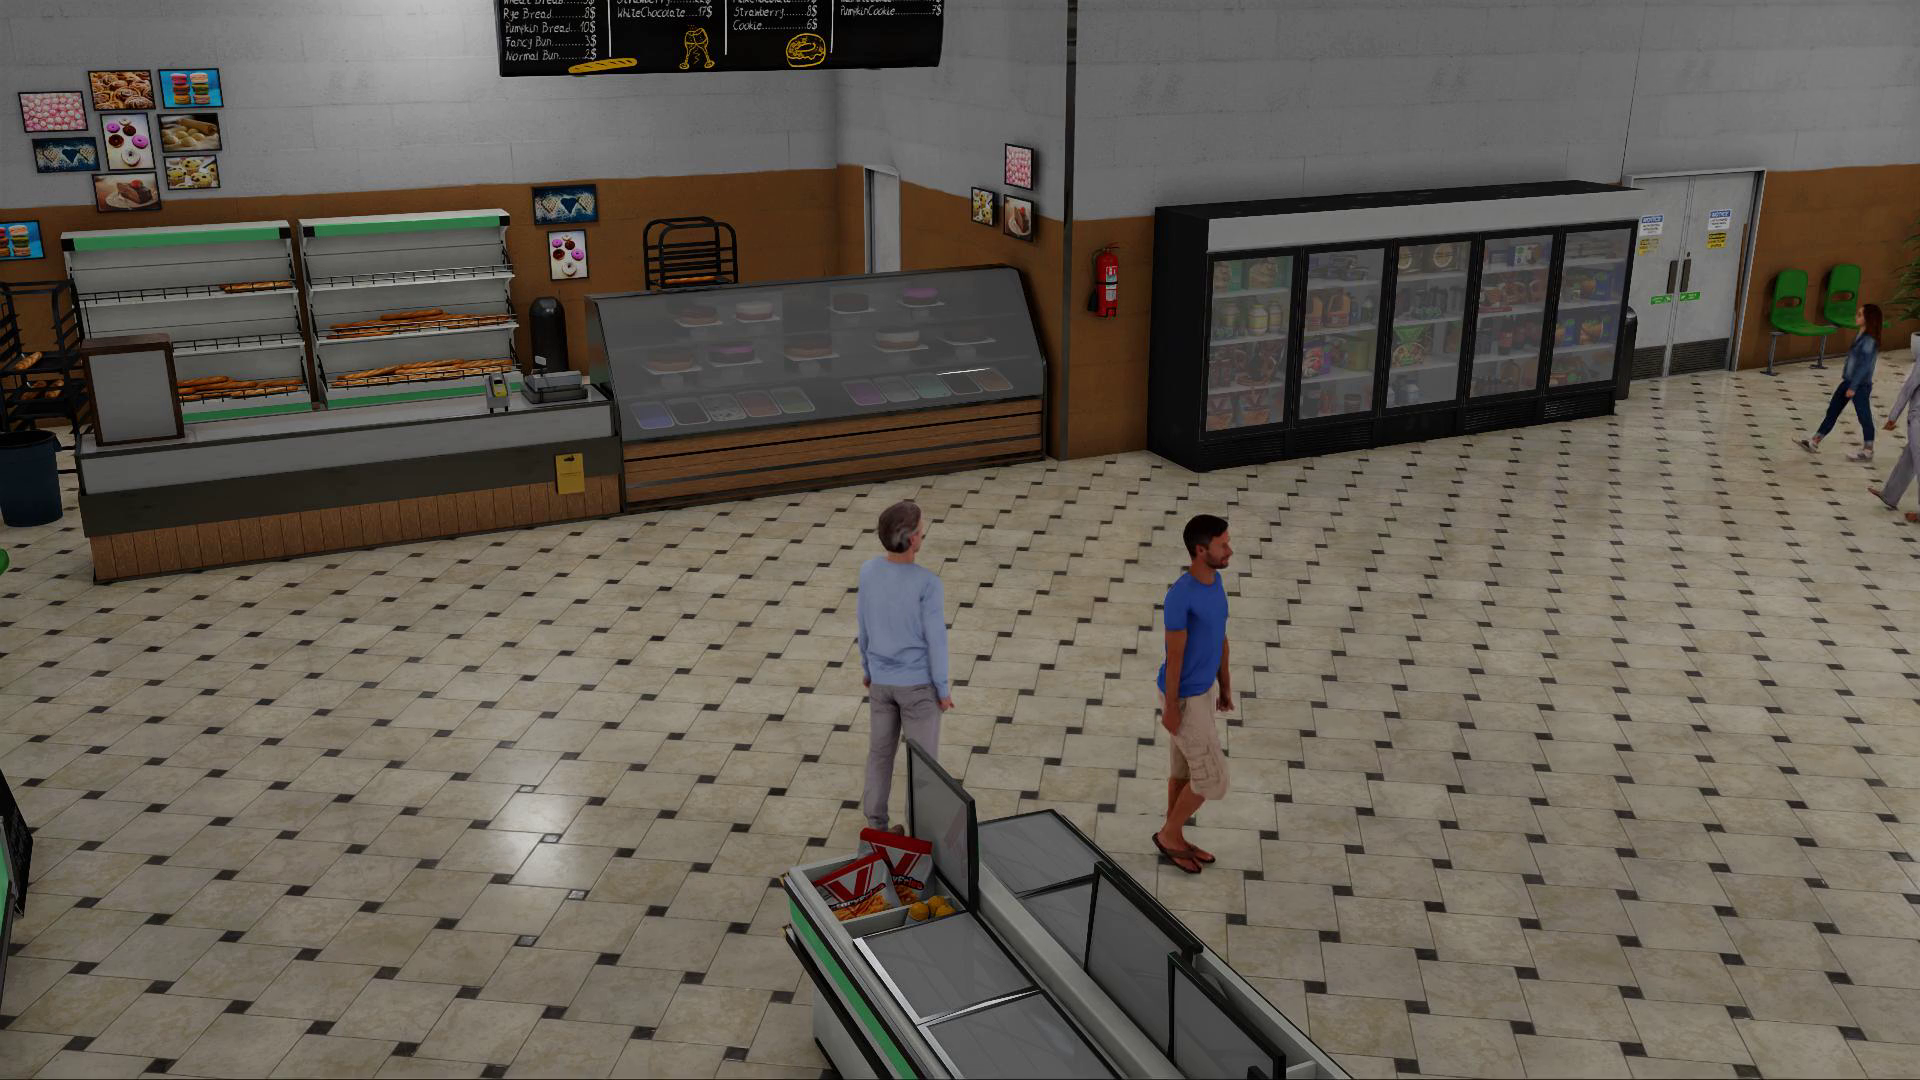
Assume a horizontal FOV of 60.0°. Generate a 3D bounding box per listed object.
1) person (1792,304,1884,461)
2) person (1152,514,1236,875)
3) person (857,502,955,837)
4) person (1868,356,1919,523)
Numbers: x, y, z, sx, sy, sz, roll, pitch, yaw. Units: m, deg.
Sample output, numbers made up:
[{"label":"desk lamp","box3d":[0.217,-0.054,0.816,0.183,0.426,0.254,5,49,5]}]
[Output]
[{"label":"person","box3d":[8.357,-1.428,15.342,0.962,1.449,0.974,3,19,8]},{"label":"person","box3d":[1.066,0.746,8.261,0.835,1.855,0.792,11,21,29]},{"label":"person","box3d":[-0.287,0.814,8.306,0.689,1.696,0.811,12,22,32]},{"label":"person","box3d":[7.963,-0.957,13.538,0.669,1.708,0.952,-8,20,-22]}]
